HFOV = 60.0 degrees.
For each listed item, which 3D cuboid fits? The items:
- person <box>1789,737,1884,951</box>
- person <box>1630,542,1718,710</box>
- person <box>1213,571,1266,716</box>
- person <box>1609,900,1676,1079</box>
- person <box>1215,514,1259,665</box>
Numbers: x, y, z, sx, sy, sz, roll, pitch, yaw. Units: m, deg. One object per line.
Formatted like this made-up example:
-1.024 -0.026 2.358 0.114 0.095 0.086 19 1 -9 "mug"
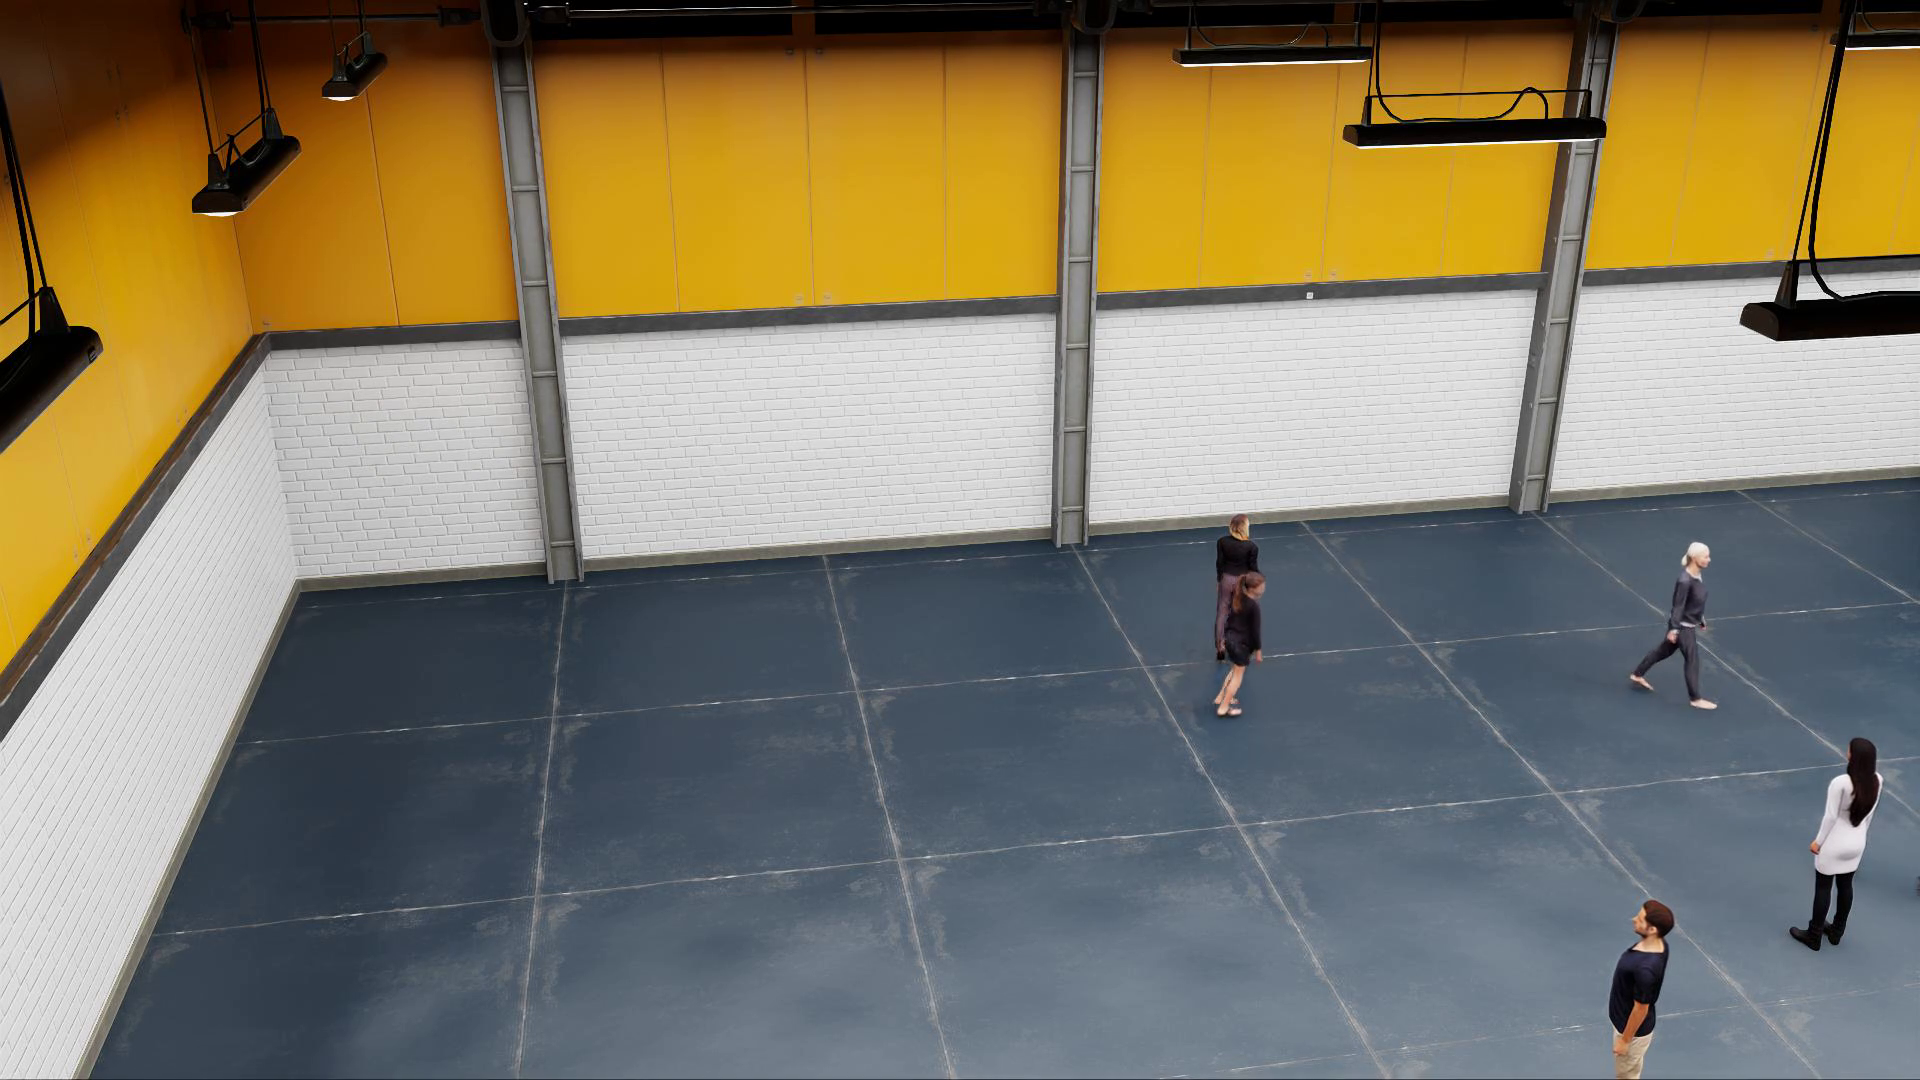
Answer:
6.746 2.322 12.737 0.469 1.807 0.685 -6 24 -14 "person"
7.043 0.791 16.383 1.146 1.692 1.044 14 27 29 "person"
2.665 1.010 16.090 0.646 1.525 0.611 -15 28 -30 "person"
4.385 3.135 10.813 0.722 1.859 0.706 11 26 23 "person"
2.823 0.508 17.058 0.641 1.672 0.738 10 26 22 "person"
